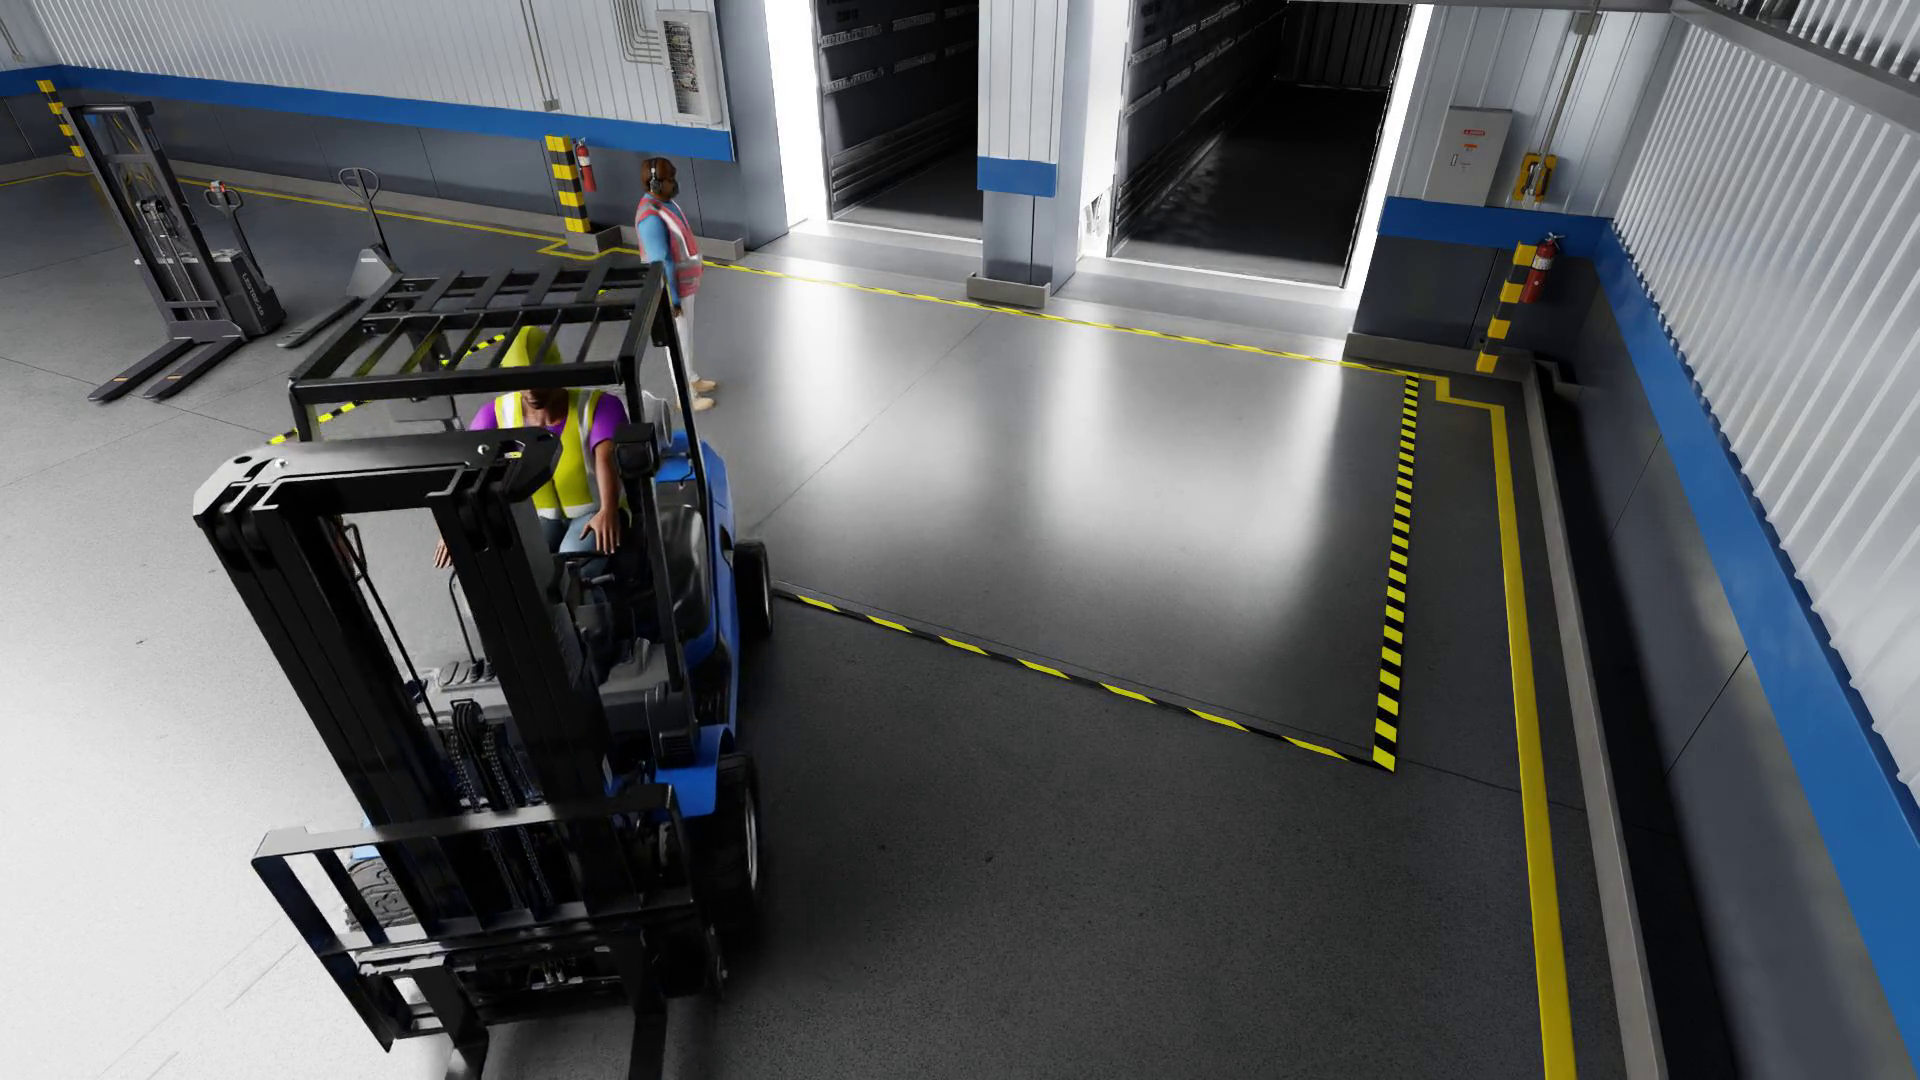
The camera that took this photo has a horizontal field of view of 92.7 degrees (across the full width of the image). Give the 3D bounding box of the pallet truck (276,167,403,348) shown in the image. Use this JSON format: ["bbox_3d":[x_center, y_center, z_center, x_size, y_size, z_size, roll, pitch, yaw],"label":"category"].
[{"bbox_3d":[-5.732,-2.611,8.414,0.680,1.201,1.601,-1,35,-1],"label":"pallet truck"}]

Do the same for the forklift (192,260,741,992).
[{"bbox_3d":[-1.565,0.071,3.609,1.157,2.036,2.680,-5,35,-7],"label":"forklift"}]

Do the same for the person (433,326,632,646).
[{"bbox_3d":[-1.563,-0.048,3.452,0.635,1.293,1.004,-5,35,-7],"label":"person"}]

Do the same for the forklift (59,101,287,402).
[{"bbox_3d":[-6.686,-2.387,7.434,0.823,1.965,1.885,-3,35,-5],"label":"forklift"}]

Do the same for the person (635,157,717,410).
[{"bbox_3d":[-2.115,-1.893,6.862,0.429,1.841,0.632,-5,35,-7],"label":"person"}]
